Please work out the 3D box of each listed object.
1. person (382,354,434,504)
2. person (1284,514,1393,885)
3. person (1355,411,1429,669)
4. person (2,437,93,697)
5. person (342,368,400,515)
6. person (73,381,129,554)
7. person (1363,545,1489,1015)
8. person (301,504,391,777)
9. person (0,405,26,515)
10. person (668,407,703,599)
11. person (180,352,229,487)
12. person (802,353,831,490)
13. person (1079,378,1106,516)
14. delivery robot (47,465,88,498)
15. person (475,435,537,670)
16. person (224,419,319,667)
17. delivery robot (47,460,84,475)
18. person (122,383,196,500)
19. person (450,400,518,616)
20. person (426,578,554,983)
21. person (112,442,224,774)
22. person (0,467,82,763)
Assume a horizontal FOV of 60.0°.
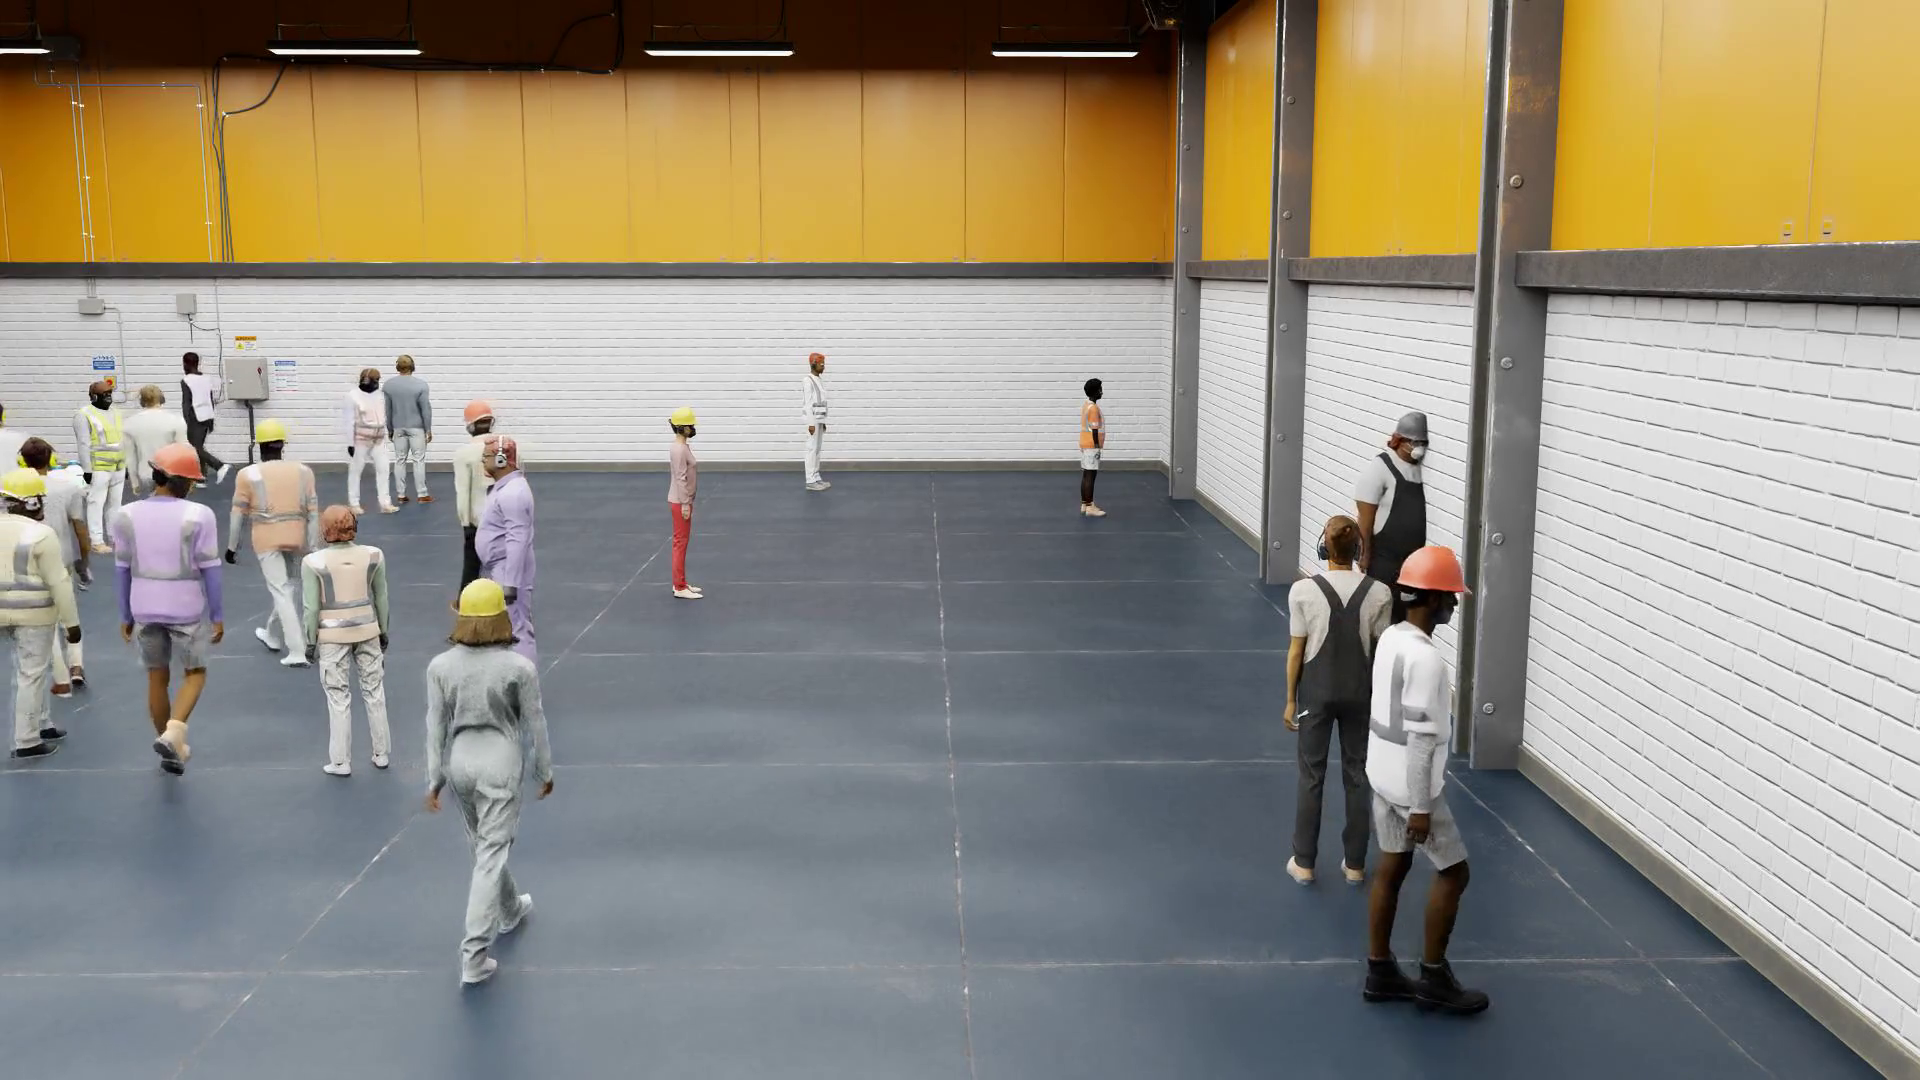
[{"bbox_3d":[-7.108,-1.422,21.463,0.640,1.938,0.379,1,9,5],"label":"person"},{"bbox_3d":[1.854,0.793,8.191,0.505,1.842,0.332,0,9,1],"label":"person"},{"bbox_3d":[3.261,0.028,12.250,0.702,2.000,0.539,-5,11,-29],"label":"person"},{"bbox_3d":[-6.497,0.192,11.842,0.502,1.844,0.518,-8,12,-40],"label":"person"},{"bbox_3d":[-7.249,-1.203,20.512,0.812,1.801,0.670,6,11,32],"label":"person"},{"bbox_3d":[-9.155,-0.782,17.832,0.429,1.841,0.634,2,10,14],"label":"person"},{"bbox_3d":[1.949,0.976,6.788,0.602,1.922,0.580,-1,9,-3],"label":"person"},{"bbox_3d":[-3.672,0.601,9.975,0.517,1.636,0.314,-8,12,-39],"label":"person"},{"bbox_3d":[-8.978,-0.390,15.489,0.966,1.816,0.549,7,11,35],"label":"person"},{"bbox_3d":[-2.545,-0.344,15.376,0.310,1.769,0.523,-2,9,-10],"label":"person"},{"bbox_3d":[-10.488,-1.656,23.007,0.644,1.895,0.601,1,9,8],"label":"person"},{"bbox_3d":[-1.984,-1.634,22.920,0.355,1.885,0.575,2,9,11],"label":"person"},{"bbox_3d":[1.632,-1.141,20.474,0.318,1.697,0.535,-1,9,-7],"label":"person"},{"bbox_3d":[-11.392,-0.706,21.008,0.707,0.478,0.477,-2,9,-14],"label":"delivery robot"},{"bbox_3d":[-3.116,0.230,11.425,0.399,1.909,0.642,-3,10,-16],"label":"person"},{"bbox_3d":[-5.303,0.014,12.849,1.004,1.876,0.607,8,12,40],"label":"person"},{"bbox_3d":[-11.442,-0.784,21.491,0.707,0.478,0.477,-5,10,-29],"label":"delivery robot"},{"bbox_3d":[-7.965,-0.594,16.478,0.655,1.907,0.821,1,9,4],"label":"person"},{"bbox_3d":[-4.004,-0.215,14.063,0.620,1.930,1.046,-7,12,-38],"label":"person"},{"bbox_3d":[-2.055,1.008,7.293,0.500,1.691,0.897,1,9,8],"label":"person"},{"bbox_3d":[-4.714,0.433,9.883,0.632,2.012,0.682,-1,9,-6],"label":"person"},{"bbox_3d":[-5.719,0.449,10.347,0.627,1.811,0.611,4,10,21],"label":"person"}]
